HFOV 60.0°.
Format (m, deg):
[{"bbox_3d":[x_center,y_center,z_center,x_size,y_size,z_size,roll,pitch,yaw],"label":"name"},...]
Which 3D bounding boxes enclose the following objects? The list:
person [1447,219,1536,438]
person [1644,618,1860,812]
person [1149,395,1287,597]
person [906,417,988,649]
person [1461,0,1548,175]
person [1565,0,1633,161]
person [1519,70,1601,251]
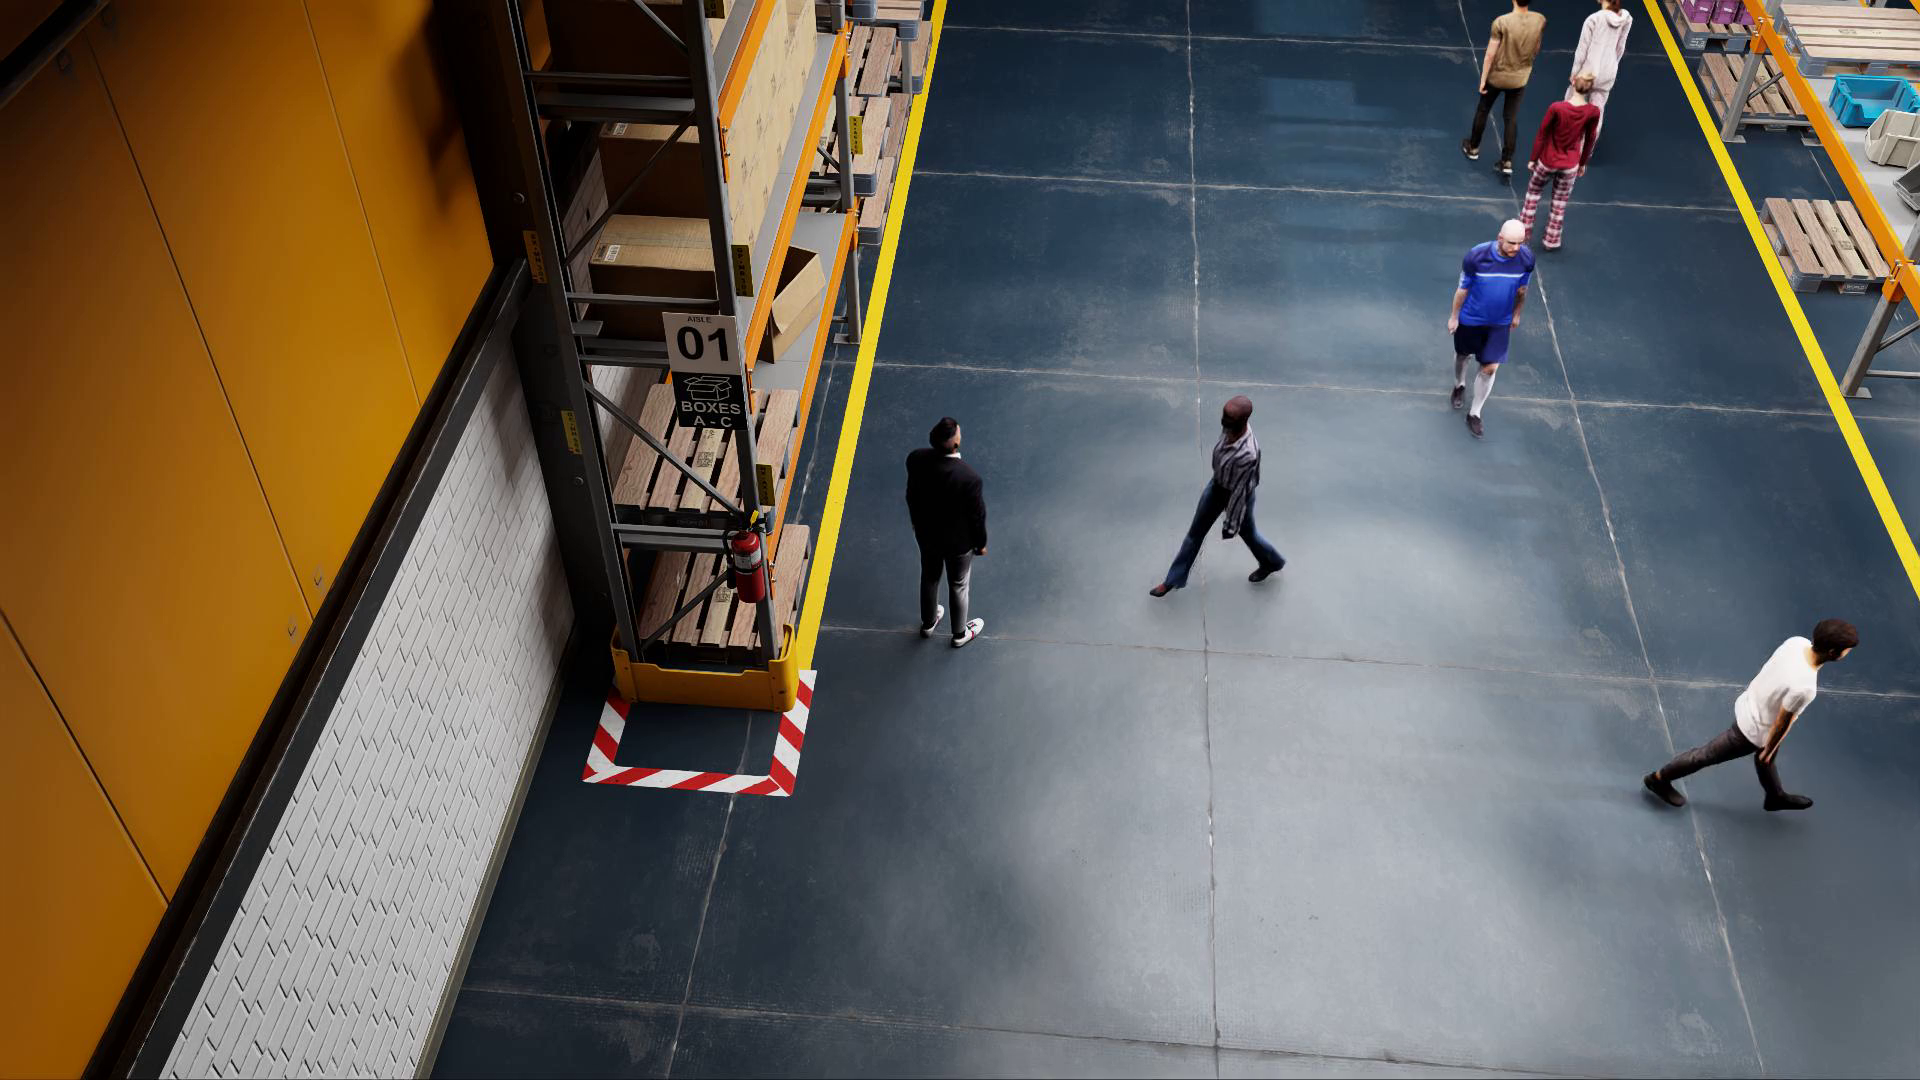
[{"bbox_3d":[4.008,-1.746,12.732,0.720,1.801,0.899,6,44,6],"label":"person"},{"bbox_3d":[4.668,1.054,9.913,0.912,1.635,1.213,16,46,16],"label":"person"},{"bbox_3d":[1.923,-0.261,11.220,1.043,1.735,1.240,-12,45,-12],"label":"person"},{"bbox_3d":[-0.097,-0.074,10.868,0.788,1.950,0.737,20,47,19],"label":"person"},{"bbox_3d":[5.082,-4.225,15.314,0.736,1.829,1.025,-3,44,-3],"label":"person"},{"bbox_3d":[5.980,-4.341,15.575,0.773,1.635,1.064,-3,44,-3],"label":"person"},{"bbox_3d":[5.218,-3.273,14.415,0.645,1.690,0.537,3,44,3],"label":"person"}]
